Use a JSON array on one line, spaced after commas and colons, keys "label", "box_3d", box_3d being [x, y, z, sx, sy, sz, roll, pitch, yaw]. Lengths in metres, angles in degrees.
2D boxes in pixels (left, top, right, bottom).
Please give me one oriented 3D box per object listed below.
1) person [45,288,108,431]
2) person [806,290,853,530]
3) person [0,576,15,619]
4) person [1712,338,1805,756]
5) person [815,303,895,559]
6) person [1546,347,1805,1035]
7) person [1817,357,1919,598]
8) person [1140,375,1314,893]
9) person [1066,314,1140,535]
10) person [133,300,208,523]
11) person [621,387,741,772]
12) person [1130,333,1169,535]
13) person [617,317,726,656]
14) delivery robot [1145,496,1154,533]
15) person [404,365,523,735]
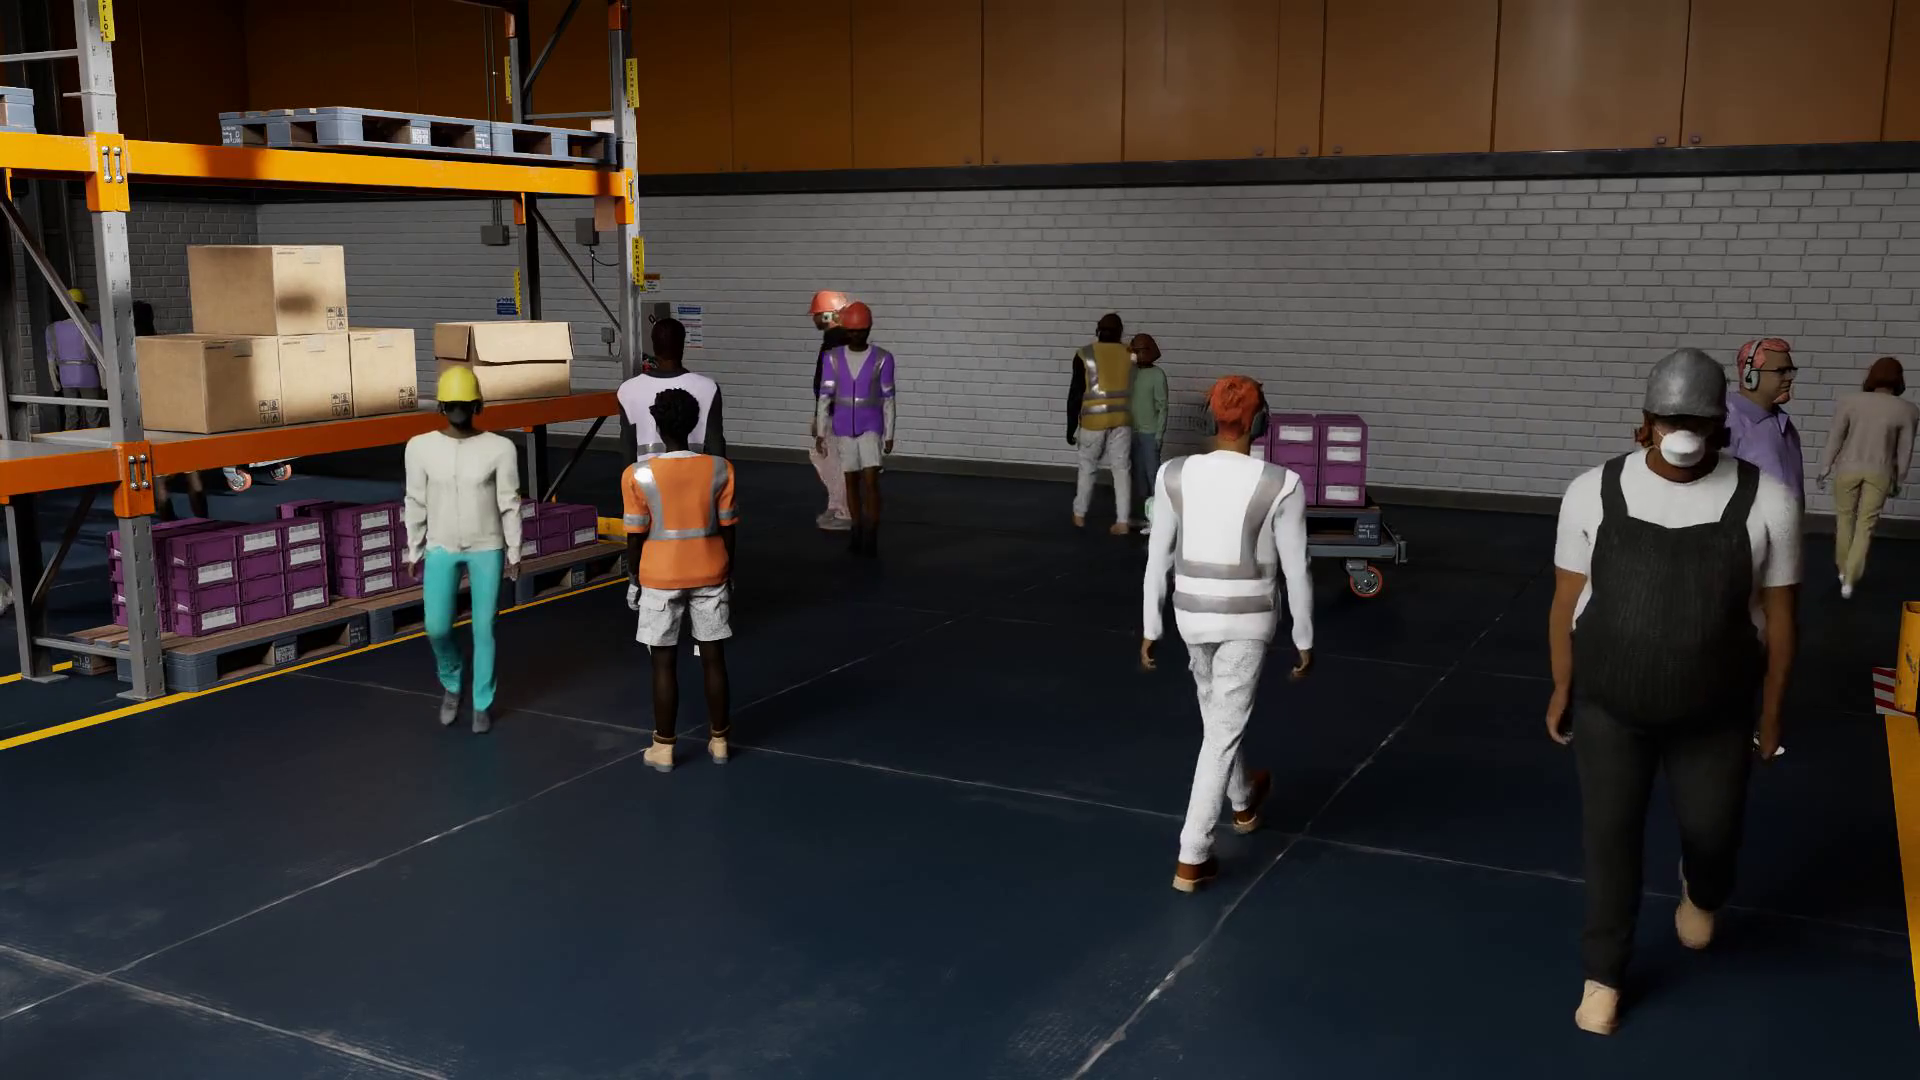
[{"label": "person", "box_3d": [-8.980, -1.601, 17.001, 0.584, 1.918, 0.376, -1, 10, -3]}, {"label": "person", "box_3d": [-1.086, -1.053, 13.677, 0.514, 1.976, 0.619, 0, 10, 1]}, {"label": "person", "box_3d": [-6.112, -0.233, 9.993, 0.530, 1.607, 0.820, 8, 12, 38]}, {"label": "person", "box_3d": [3.533, 0.058, 7.427, 0.639, 1.910, 0.407, -8, 13, -39]}, {"label": "person", "box_3d": [-0.790, -0.811, 12.466, 0.572, 1.908, 0.773, 2, 10, 10]}, {"label": "person", "box_3d": [2.134, 0.406, 5.023, 0.698, 2.000, 0.804, 5, 11, 26]}, {"label": "person", "box_3d": [6.085, -0.431, 11.166, 0.554, 1.579, 0.810, 7, 12, 36]}, {"label": "person", "box_3d": [1.027, 0.310, 6.170, 0.602, 1.828, 0.998, 6, 12, 33]}, {"label": "person", "box_3d": [1.197, -0.947, 13.612, 0.689, 1.787, 0.873, -2, 10, -13]}, {"label": "person", "box_3d": [-5.964, -0.833, 12.546, 0.746, 1.934, 0.379, -9, 14, -44]}, {"label": "person", "box_3d": [-1.226, 0.177, 7.345, 0.533, 1.698, 0.318, -5, 11, -25]}, {"label": "person", "box_3d": [1.496, -0.863, 13.546, 0.267, 1.632, 0.507, -6, 11, -29]}, {"label": "person", "box_3d": [-1.614, -0.288, 9.389, 0.593, 1.922, 0.392, 0, 10, -3]}, {"label": "delivery robot", "box_3d": [1.761, -0.206, 12.594, 0.707, 0.478, 0.477, 3, 10, 14]}, {"label": "person", "box_3d": [-2.338, 0.054, 7.865, 0.545, 1.754, 0.364, -2, 10, -12]}]
